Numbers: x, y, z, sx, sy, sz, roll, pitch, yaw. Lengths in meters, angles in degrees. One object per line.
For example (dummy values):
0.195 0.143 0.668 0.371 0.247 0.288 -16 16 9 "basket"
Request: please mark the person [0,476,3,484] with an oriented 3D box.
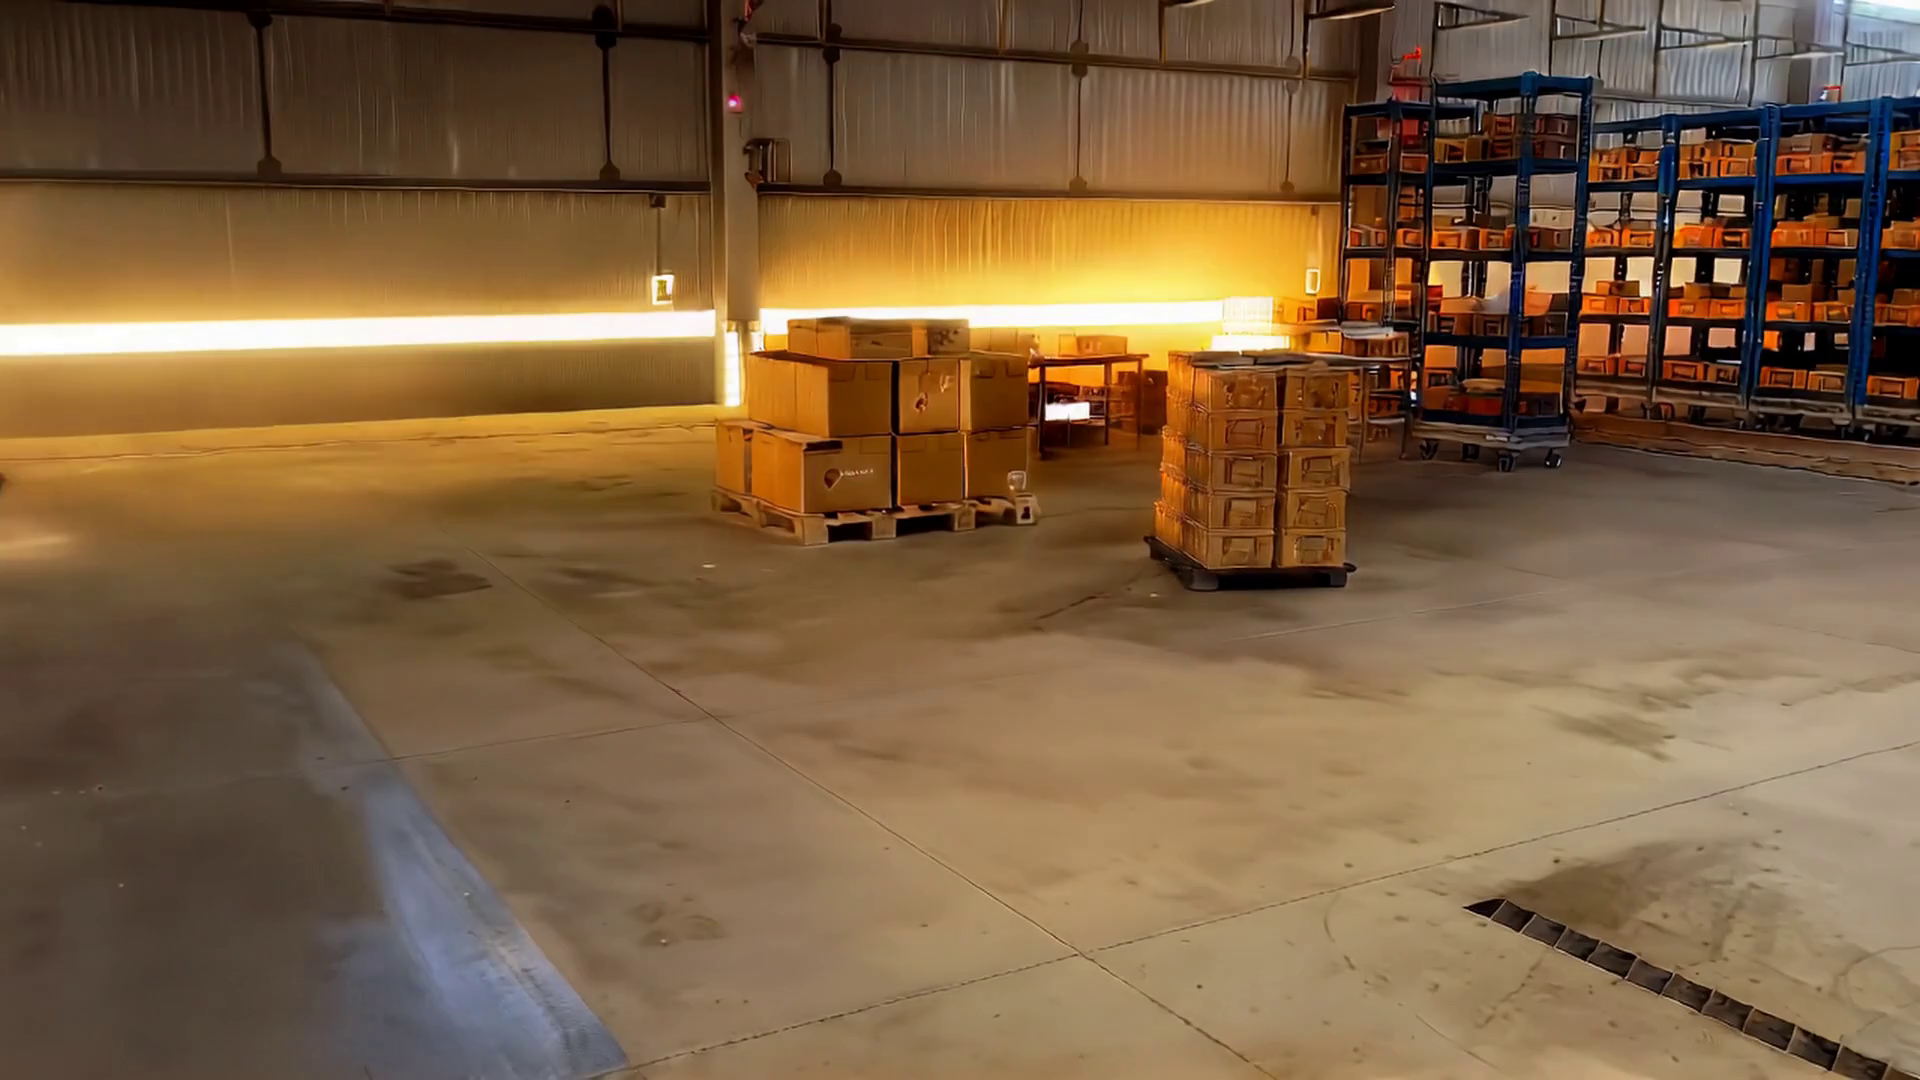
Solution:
-7.658 -1.066 12.445 0.654 1.921 0.548 -7 12 -35 "person"
